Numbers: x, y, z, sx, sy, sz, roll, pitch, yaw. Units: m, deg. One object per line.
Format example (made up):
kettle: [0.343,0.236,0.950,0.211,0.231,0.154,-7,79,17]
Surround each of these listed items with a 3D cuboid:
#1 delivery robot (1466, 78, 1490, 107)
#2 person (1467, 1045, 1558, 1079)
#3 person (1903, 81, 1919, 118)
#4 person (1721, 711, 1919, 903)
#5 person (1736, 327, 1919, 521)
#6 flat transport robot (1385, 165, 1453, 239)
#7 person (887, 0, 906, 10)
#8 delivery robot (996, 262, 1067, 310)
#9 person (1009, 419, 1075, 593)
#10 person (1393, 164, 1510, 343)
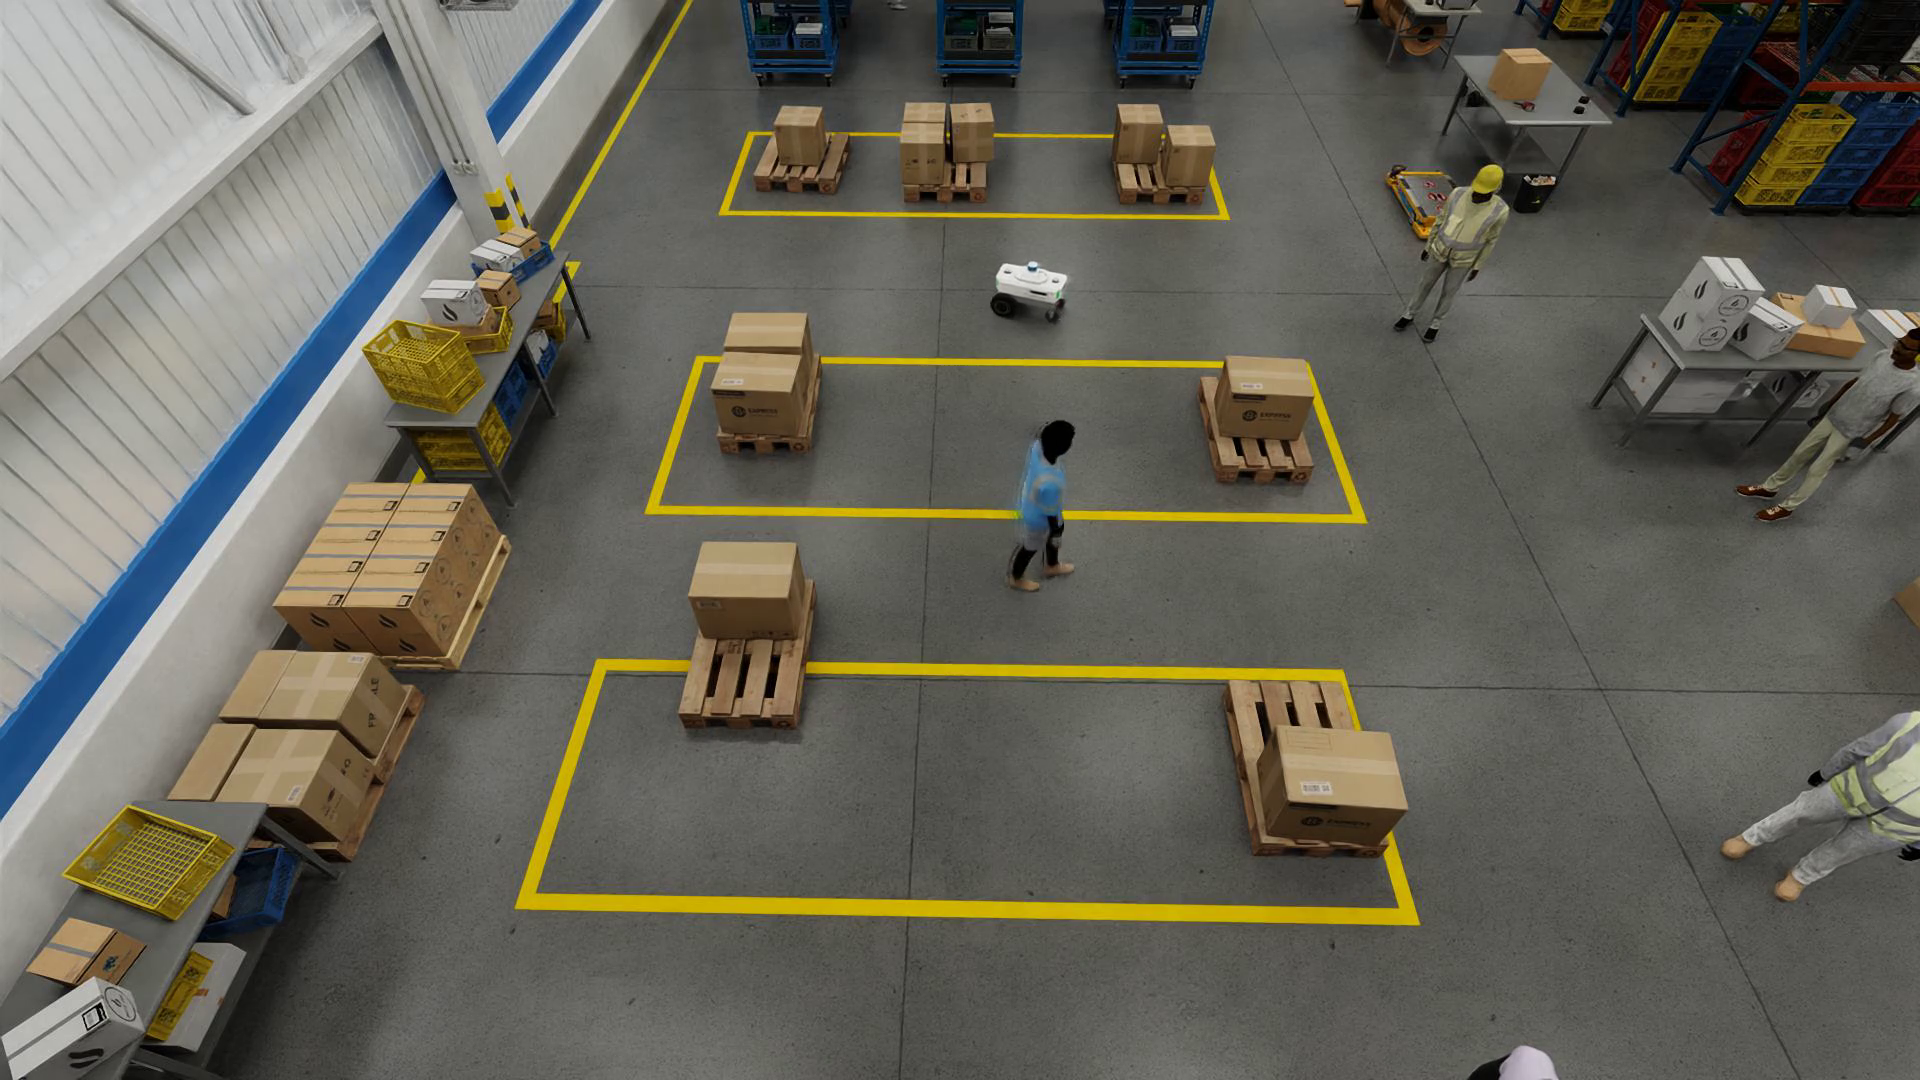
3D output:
delivery robot: [7.380,-6.409,12.817,0.477,0.478,0.707,1,49,1]
person: [2.324,2.710,4.091,0.398,1.915,0.588,13,50,11]
person: [12.155,-5.754,11.437,0.356,1.884,0.574,15,51,13]
person: [5.177,1.510,5.177,0.430,1.845,0.624,-24,53,-20]
person: [6.958,-0.893,7.238,0.311,1.869,0.533,1,49,1]
flat transport robot: [5.692,-4.094,11.059,0.652,0.197,1.431,1,49,1]
person: [-1.079,-9.572,14.902,0.312,1.636,0.518,-10,50,-8]
delivery robot: [0.746,-2.671,9.581,0.707,0.478,0.477,15,51,12]
person: [0.688,-0.215,6.781,0.672,1.661,0.577,0,49,0]
person: [4.788,-2.772,8.895,0.586,1.824,0.403,34,57,26]
